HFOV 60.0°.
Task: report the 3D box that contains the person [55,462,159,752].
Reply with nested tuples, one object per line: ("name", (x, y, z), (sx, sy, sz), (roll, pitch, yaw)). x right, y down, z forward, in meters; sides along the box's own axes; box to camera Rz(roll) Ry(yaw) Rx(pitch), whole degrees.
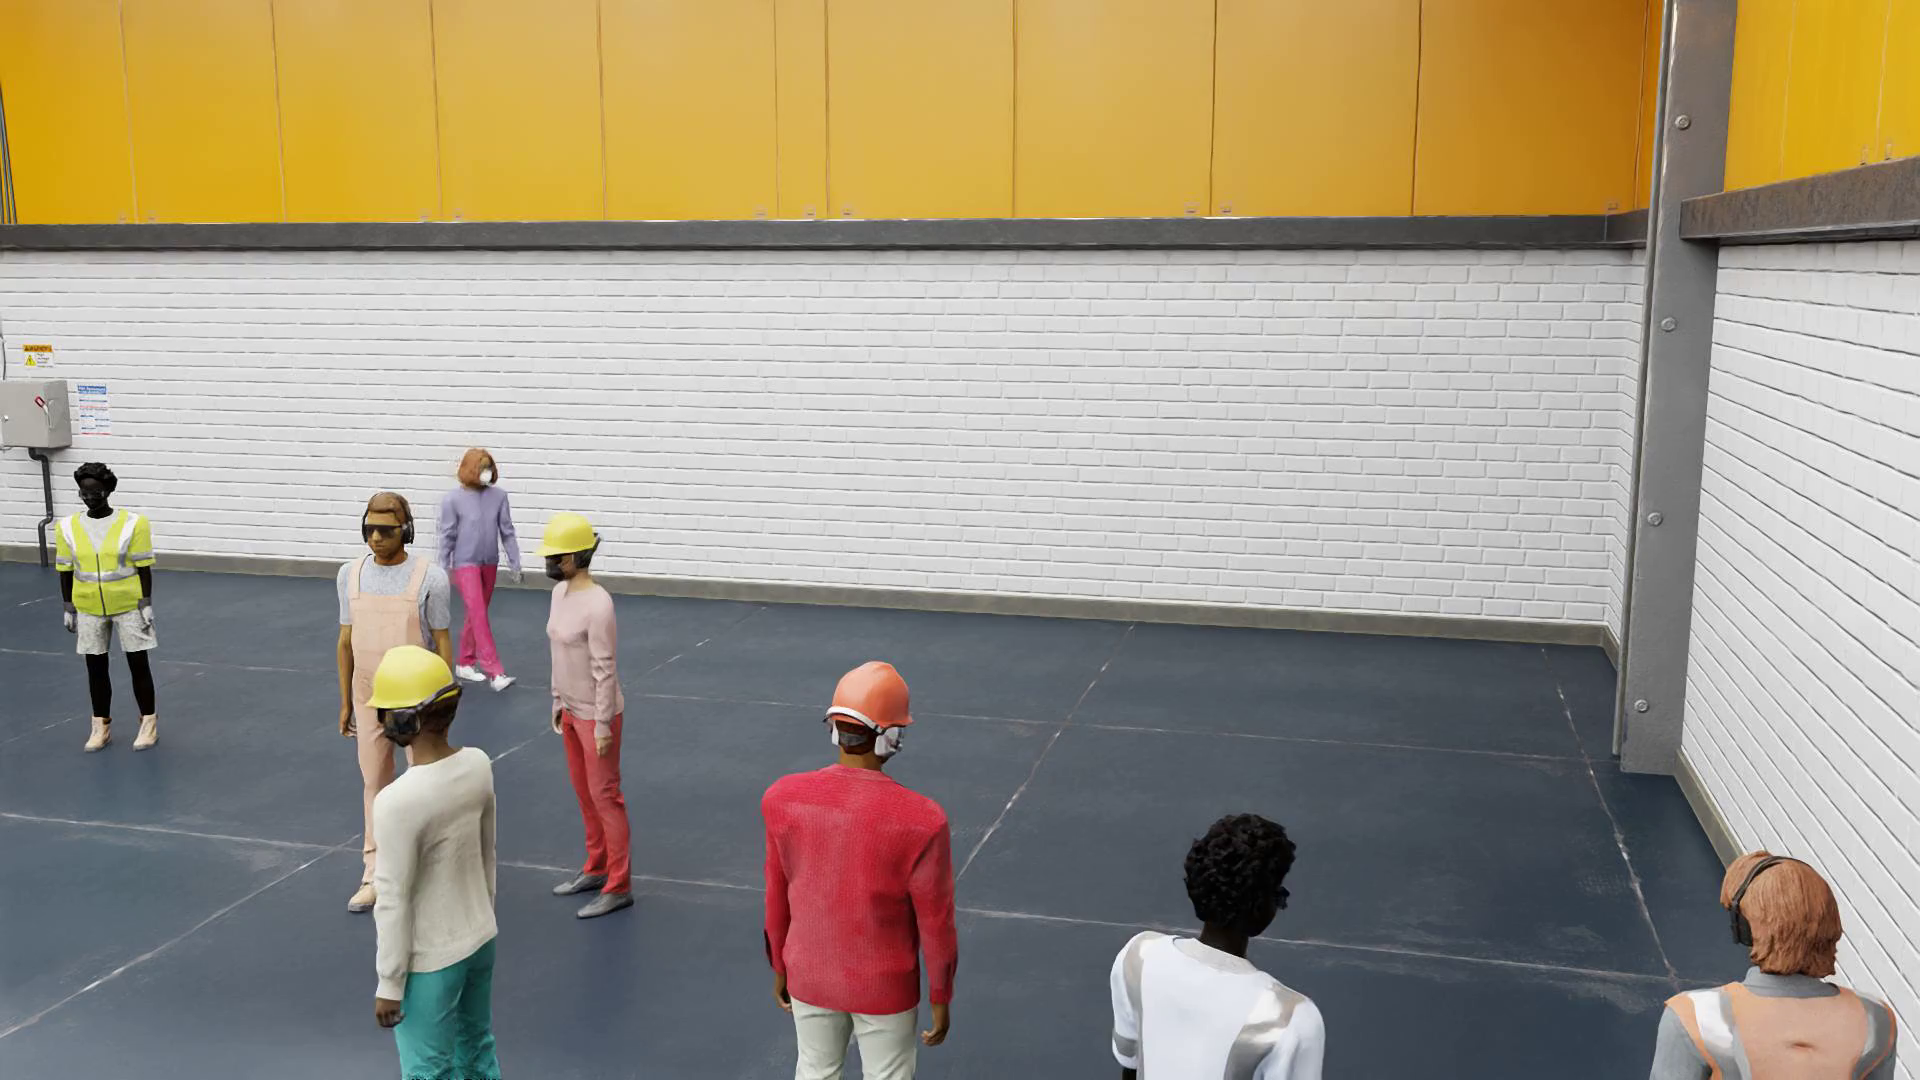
("person", (-4.886, 0.384, 9.550), (0.530, 1.688, 0.324), (-2, 10, -11))

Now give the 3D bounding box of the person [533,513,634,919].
("person", (-1.642, 0.749, 7.199), (0.352, 1.759, 0.527), (-7, 12, -34))

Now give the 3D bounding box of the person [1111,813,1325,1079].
("person", (0.543, 1.404, 3.547), (0.321, 1.685, 0.542), (-9, 13, -43))

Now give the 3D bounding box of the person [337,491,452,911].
("person", (-2.449, 0.702, 7.216), (0.506, 1.847, 0.346), (0, 10, 2))

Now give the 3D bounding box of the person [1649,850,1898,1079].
("person", (1.654, 1.448, 3.454), (0.524, 1.631, 0.316), (-1, 10, -6))

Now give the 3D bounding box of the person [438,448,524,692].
("person", (-3.106, 0.196, 10.921), (0.852, 1.585, 0.518), (7, 12, 37))

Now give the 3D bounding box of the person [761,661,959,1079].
("person", (-0.270, 1.194, 4.635), (0.575, 1.738, 0.351), (3, 10, 19))

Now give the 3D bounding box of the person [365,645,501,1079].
("person", (-1.501, 1.165, 4.743), (0.331, 1.760, 0.532), (2, 10, 14))
